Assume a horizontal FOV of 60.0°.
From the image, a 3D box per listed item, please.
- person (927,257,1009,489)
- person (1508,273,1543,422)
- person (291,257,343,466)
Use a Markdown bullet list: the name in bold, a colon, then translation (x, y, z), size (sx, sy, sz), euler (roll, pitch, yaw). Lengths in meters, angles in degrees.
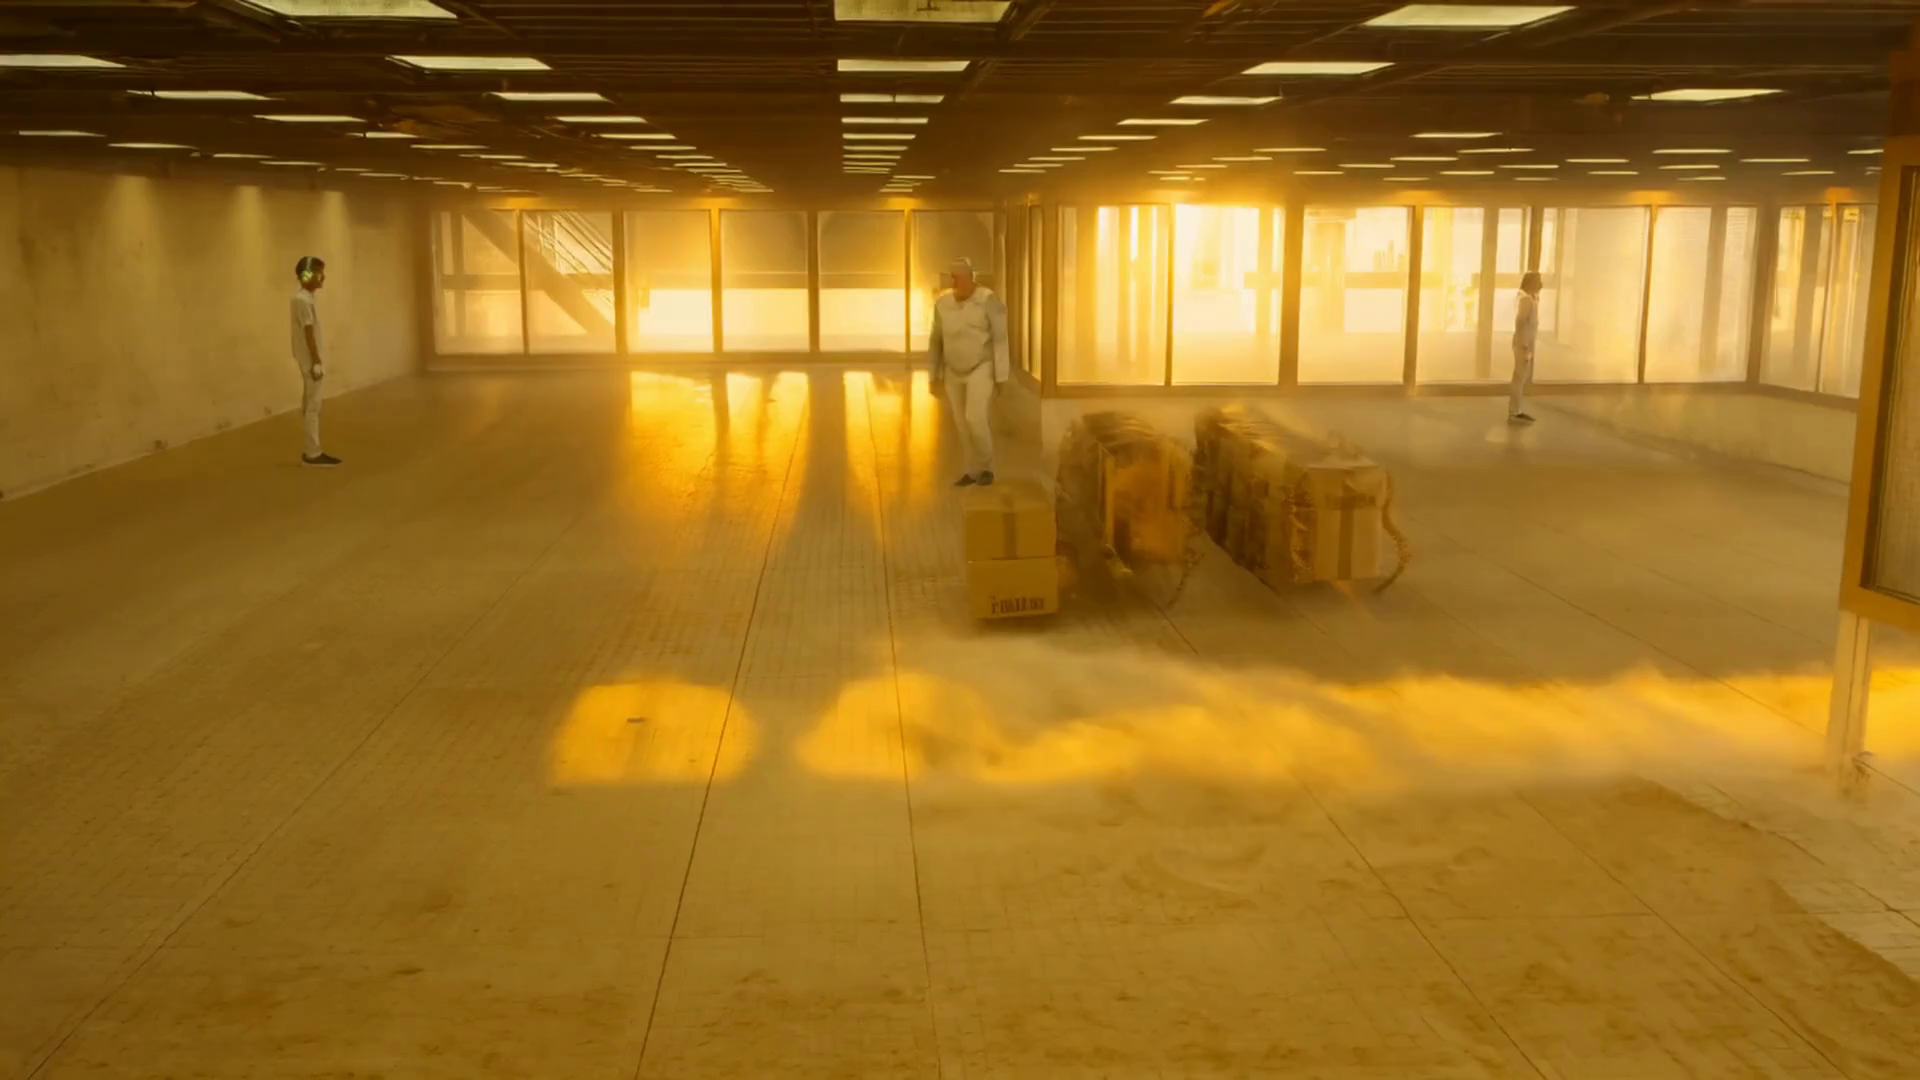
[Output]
- **person**: translation (0.075, -1.346, 13.540), size (0.657, 1.882, 0.491), euler (7, 13, 34)
- **person**: translation (6.273, -2.130, 18.413), size (0.283, 1.631, 0.503), euler (2, 11, 12)
- **person**: translation (-5.809, -1.599, 14.937), size (0.328, 1.865, 0.521), euler (-6, 12, -28)
